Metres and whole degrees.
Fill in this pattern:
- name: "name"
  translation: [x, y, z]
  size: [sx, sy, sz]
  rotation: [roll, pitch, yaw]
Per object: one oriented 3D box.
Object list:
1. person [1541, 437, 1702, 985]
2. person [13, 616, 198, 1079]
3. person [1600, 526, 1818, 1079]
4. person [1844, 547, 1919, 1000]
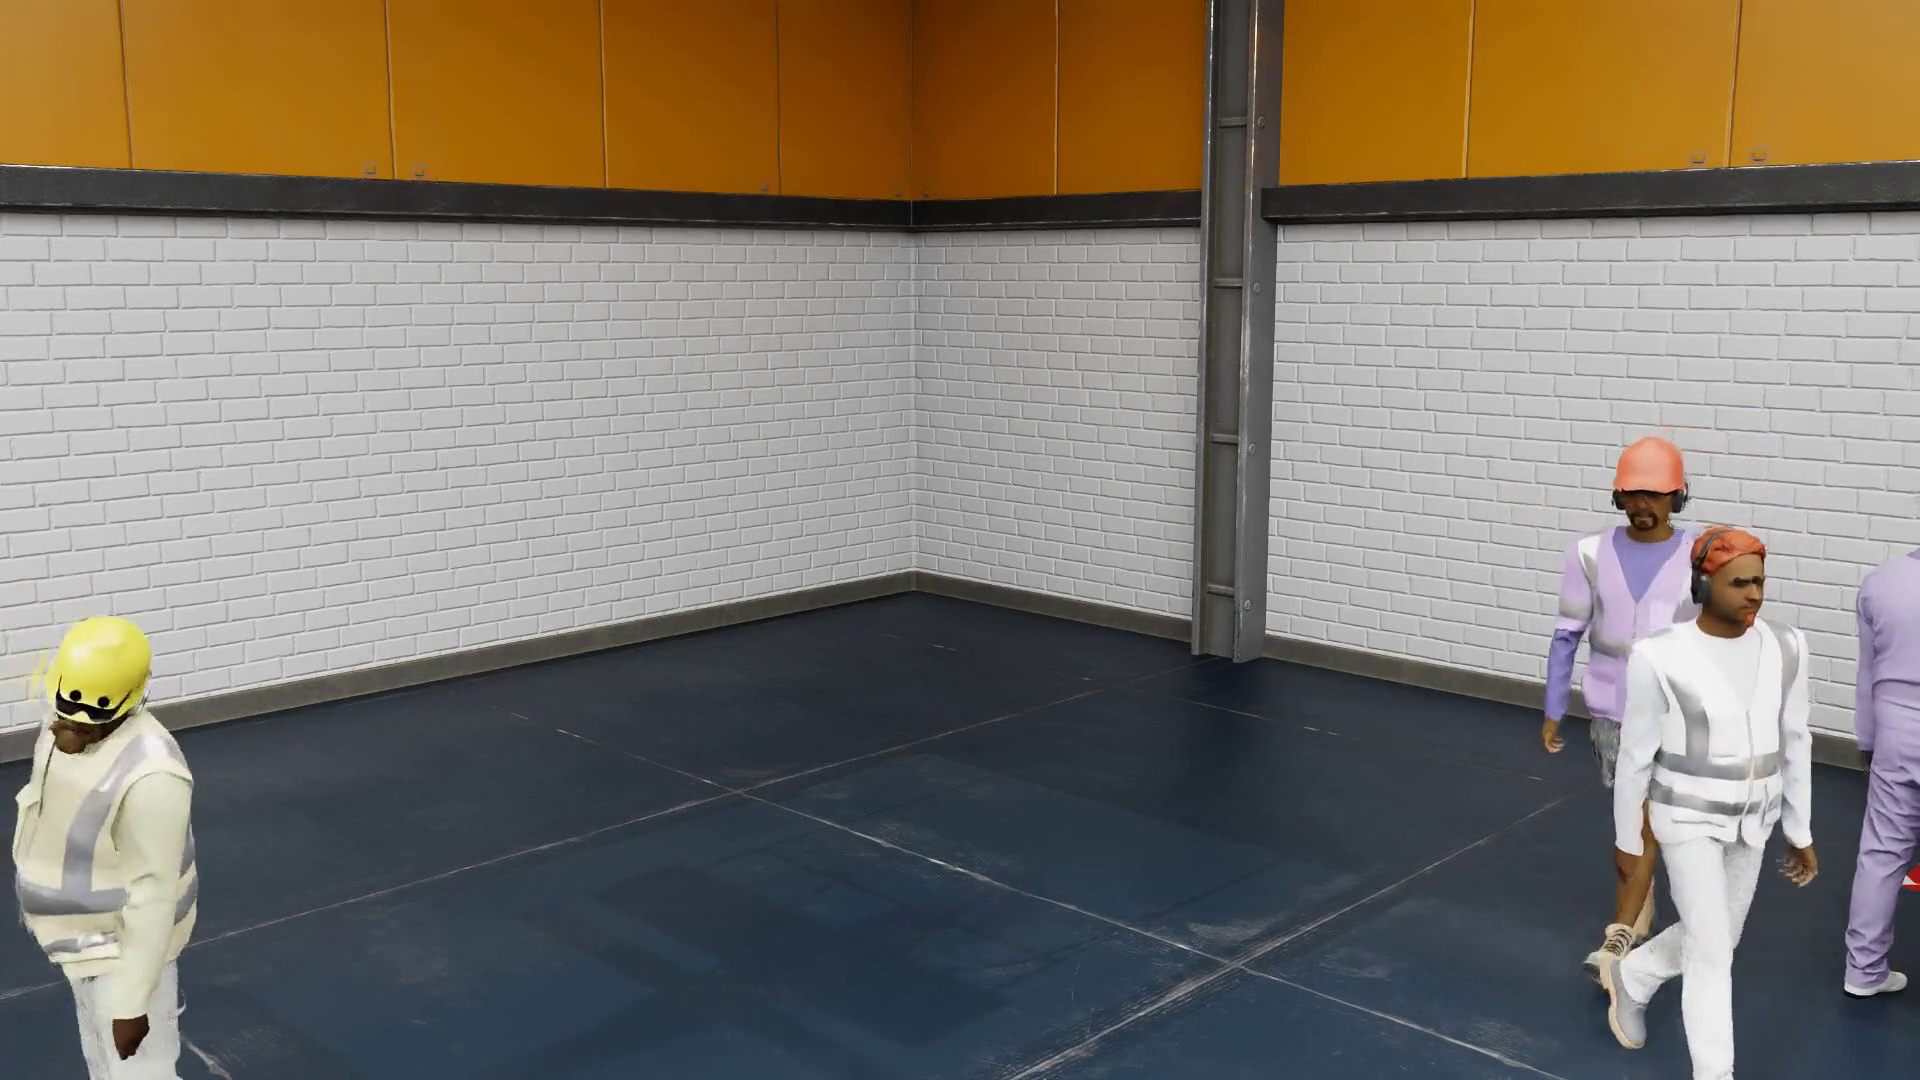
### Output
- name: "person"
  translation: [2.468, 0.622, 6.129]
  size: [0.636, 1.990, 1.047]
  rotation: [7, 12, 38]
- name: "person"
  translation: [-2.170, 1.043, 4.262]
  size: [0.406, 1.780, 0.652]
  rotation: [-9, 13, -43]
- name: "person"
  translation: [2.274, 0.860, 5.140]
  size: [0.573, 1.859, 0.887]
  rotation: [-2, 10, -14]
- name: "person"
  translation: [3.406, 0.736, 5.741]
  size: [0.403, 1.900, 0.644]
  rotation: [-5, 10, -27]
